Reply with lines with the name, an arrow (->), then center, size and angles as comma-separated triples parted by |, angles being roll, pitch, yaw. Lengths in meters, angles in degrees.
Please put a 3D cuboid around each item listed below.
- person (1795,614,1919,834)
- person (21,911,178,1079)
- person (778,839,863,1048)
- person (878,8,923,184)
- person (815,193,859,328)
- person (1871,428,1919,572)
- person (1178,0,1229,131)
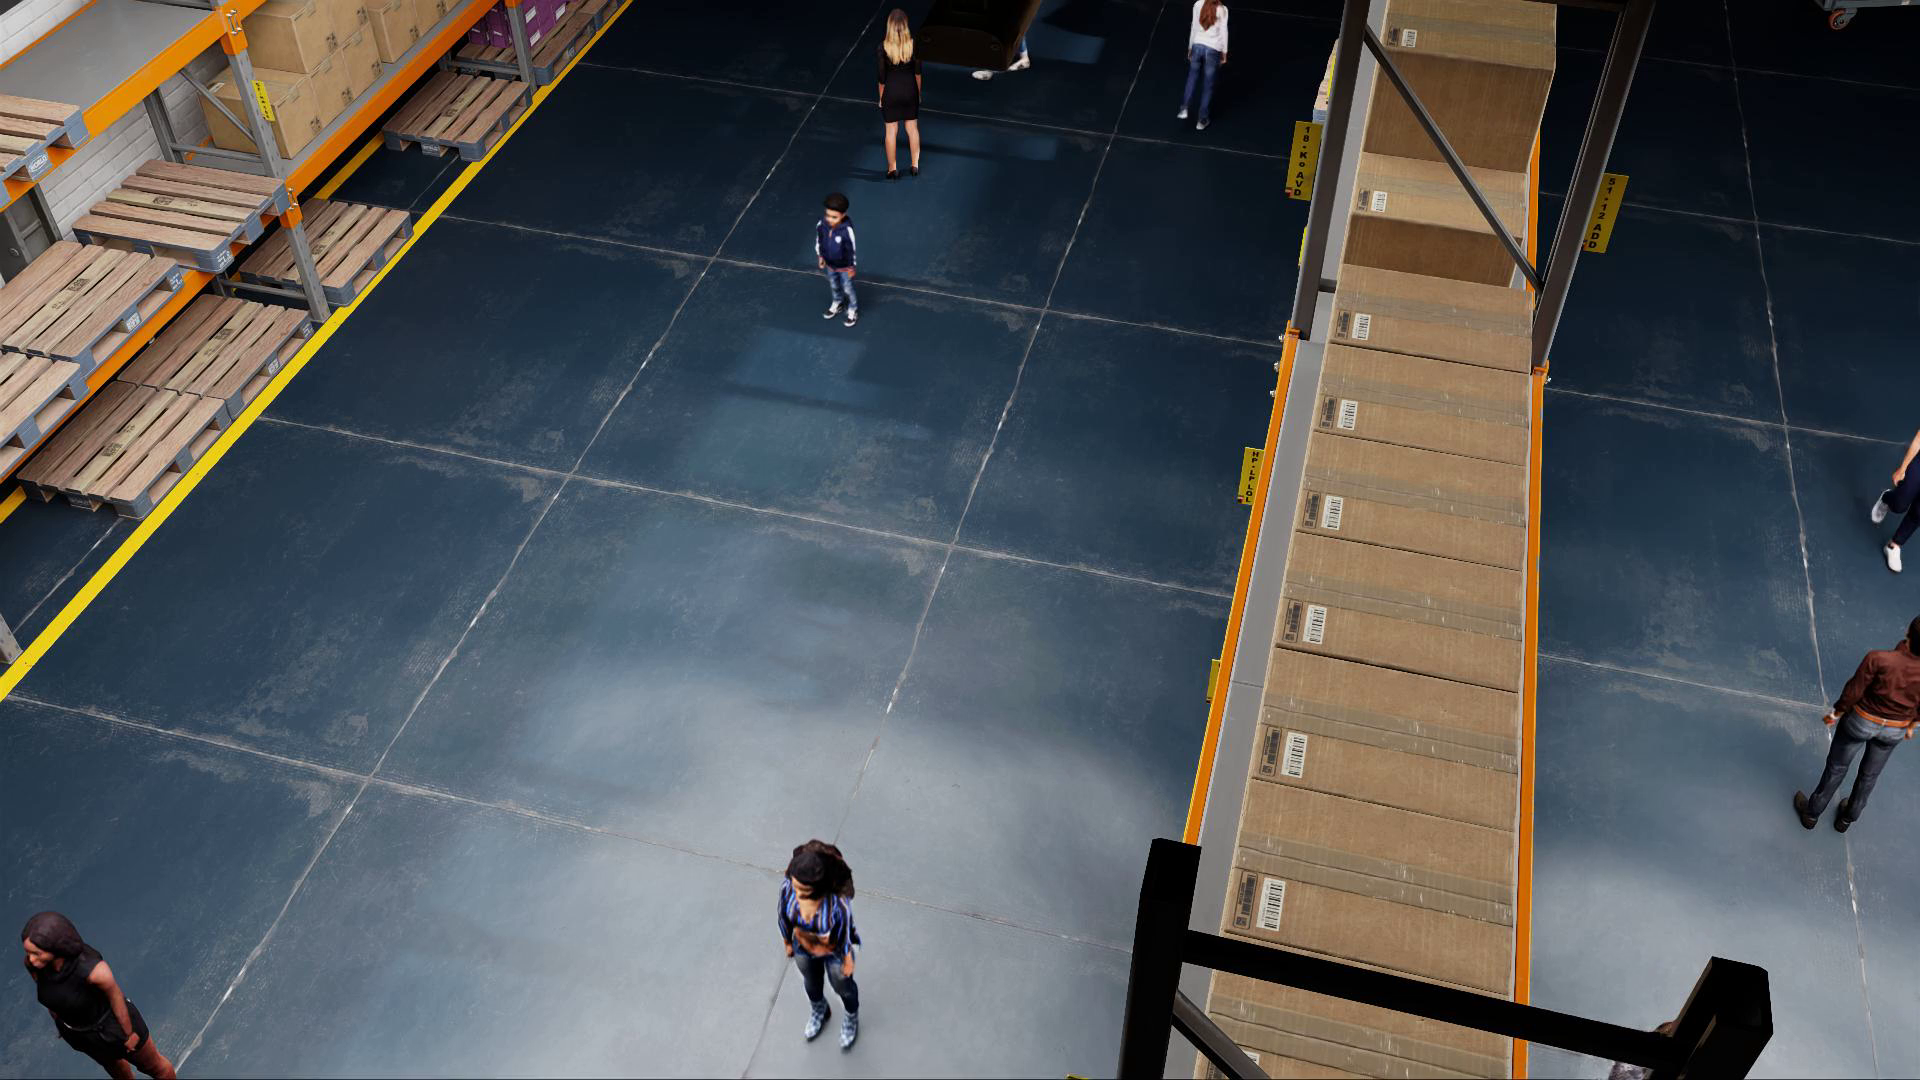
person -> 5.322, 1.073, 9.665 | 0.639, 1.781, 0.500 | 11, 45, 11
person -> -4.283, 2.410, 8.292 | 0.610, 1.741, 0.548 | 6, 44, 7
person -> -0.717, 2.118, 8.685 | 0.625, 1.621, 0.566 | 14, 45, 14
person -> -0.544, -4.023, 15.091 | 0.612, 1.677, 0.613 | -10, 45, -11
person -> -0.989, -2.315, 13.630 | 0.566, 1.219, 0.545 | 24, 48, 23
person -> 6.692, -0.549, 11.485 | 0.591, 1.621, 0.794 | 9, 44, 10
person -> 2.310, -4.605, 15.796 | 0.605, 1.546, 0.671 | 21, 47, 20
